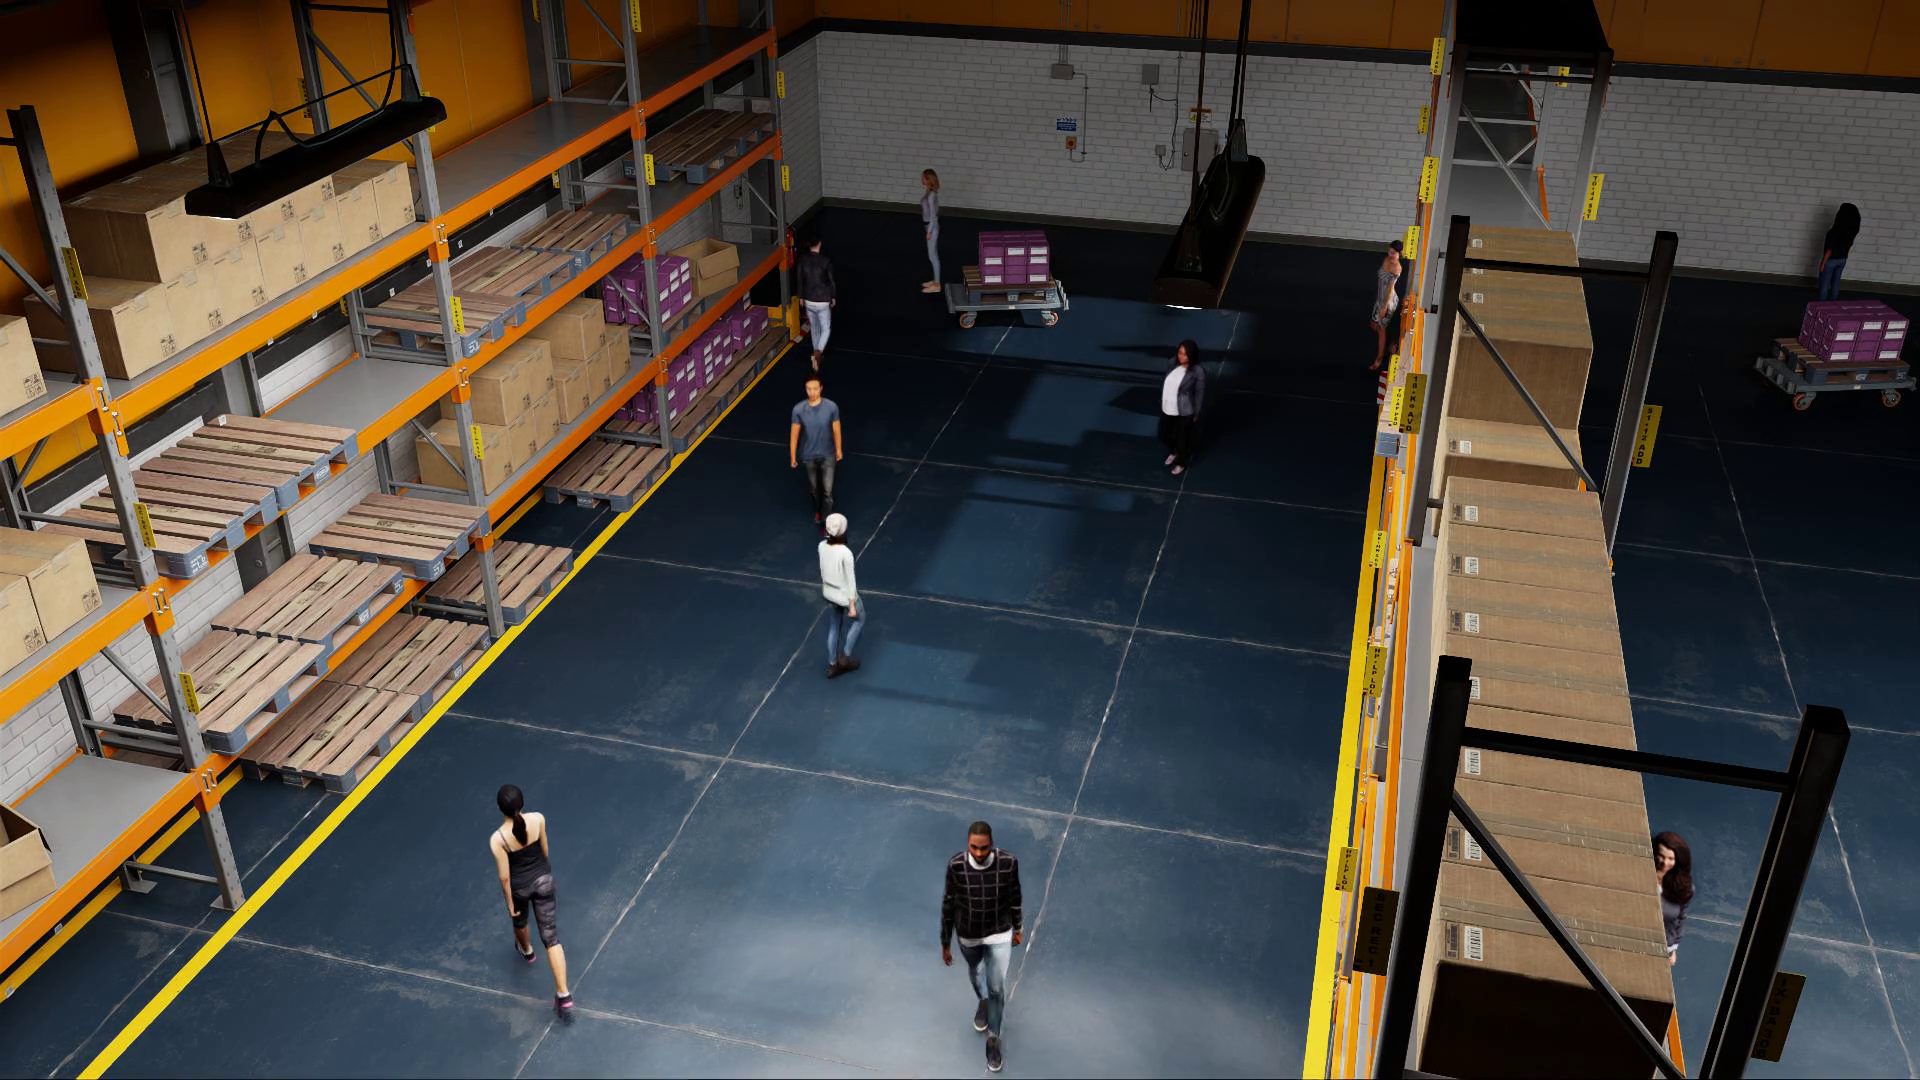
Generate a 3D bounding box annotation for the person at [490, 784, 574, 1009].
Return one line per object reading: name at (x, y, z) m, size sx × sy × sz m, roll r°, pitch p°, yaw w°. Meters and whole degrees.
person at (-2.887, 2.436, 11.346) m, size 1.112 × 1.682 × 1.134 m, roll -17°, pitch 33°, yaw -29°

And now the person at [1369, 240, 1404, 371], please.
person at (5.511, -2.975, 21.142) m, size 0.819 × 1.801 × 0.755 m, roll 1°, pitch 29°, yaw 1°

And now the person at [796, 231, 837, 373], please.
person at (-1.836, -3.009, 21.187) m, size 0.676 × 1.819 × 0.971 m, roll 6°, pitch 29°, yaw 10°

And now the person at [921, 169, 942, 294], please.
person at (-0.406, -4.437, 23.830) m, size 0.696 × 1.795 × 0.521 m, roll 0°, pitch 29°, yaw 0°

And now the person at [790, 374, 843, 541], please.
person at (-1.488, -0.932, 17.426) m, size 0.886 × 1.774 × 1.175 m, roll -1°, pitch 29°, yaw -1°

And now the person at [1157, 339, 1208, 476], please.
person at (2.511, -1.513, 18.687) m, size 0.799 × 1.585 × 0.823 m, roll 23°, pitch 36°, yaw 36°

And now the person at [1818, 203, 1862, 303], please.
person at (12.075, -3.860, 22.957) m, size 0.711 × 1.617 × 0.749 m, roll -8°, pitch 30°, yaw -15°

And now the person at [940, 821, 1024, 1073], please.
person at (0.157, 2.531, 11.059) m, size 0.811 × 1.791 × 0.985 m, roll 2°, pitch 29°, yaw 3°

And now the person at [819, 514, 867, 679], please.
person at (-1.128, 0.528, 14.894) m, size 0.704 × 1.635 × 0.729 m, roll 21°, pitch 35°, yaw 33°

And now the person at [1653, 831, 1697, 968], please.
person at (4.476, 2.629, 10.905) m, size 0.601 × 1.767 × 0.506 m, roll 8°, pitch 30°, yaw 14°
